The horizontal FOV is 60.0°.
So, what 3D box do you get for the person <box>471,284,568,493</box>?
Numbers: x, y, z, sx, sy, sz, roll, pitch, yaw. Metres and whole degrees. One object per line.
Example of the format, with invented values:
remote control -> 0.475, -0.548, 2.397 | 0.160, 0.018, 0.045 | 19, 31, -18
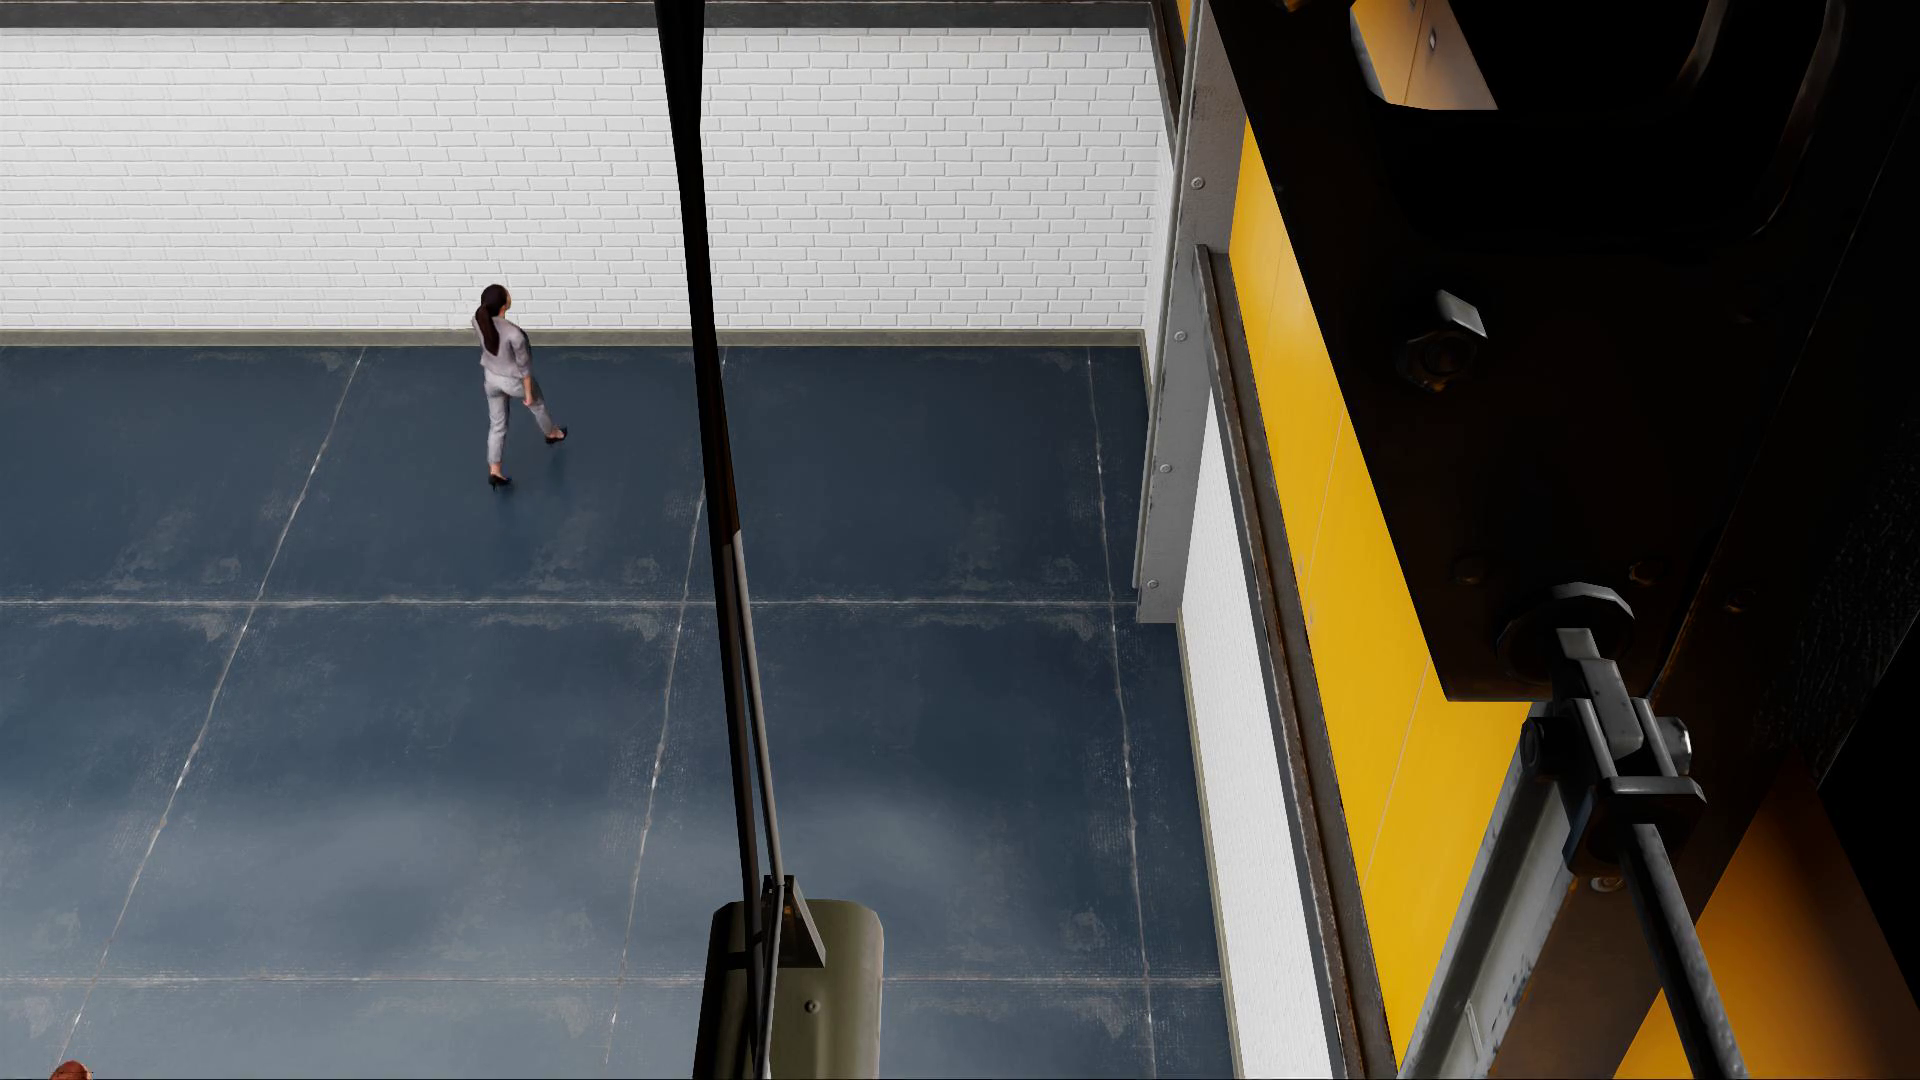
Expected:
person -> -3.327, -1.077, 12.061 | 0.902, 1.631, 1.177 | 16, 46, 17
